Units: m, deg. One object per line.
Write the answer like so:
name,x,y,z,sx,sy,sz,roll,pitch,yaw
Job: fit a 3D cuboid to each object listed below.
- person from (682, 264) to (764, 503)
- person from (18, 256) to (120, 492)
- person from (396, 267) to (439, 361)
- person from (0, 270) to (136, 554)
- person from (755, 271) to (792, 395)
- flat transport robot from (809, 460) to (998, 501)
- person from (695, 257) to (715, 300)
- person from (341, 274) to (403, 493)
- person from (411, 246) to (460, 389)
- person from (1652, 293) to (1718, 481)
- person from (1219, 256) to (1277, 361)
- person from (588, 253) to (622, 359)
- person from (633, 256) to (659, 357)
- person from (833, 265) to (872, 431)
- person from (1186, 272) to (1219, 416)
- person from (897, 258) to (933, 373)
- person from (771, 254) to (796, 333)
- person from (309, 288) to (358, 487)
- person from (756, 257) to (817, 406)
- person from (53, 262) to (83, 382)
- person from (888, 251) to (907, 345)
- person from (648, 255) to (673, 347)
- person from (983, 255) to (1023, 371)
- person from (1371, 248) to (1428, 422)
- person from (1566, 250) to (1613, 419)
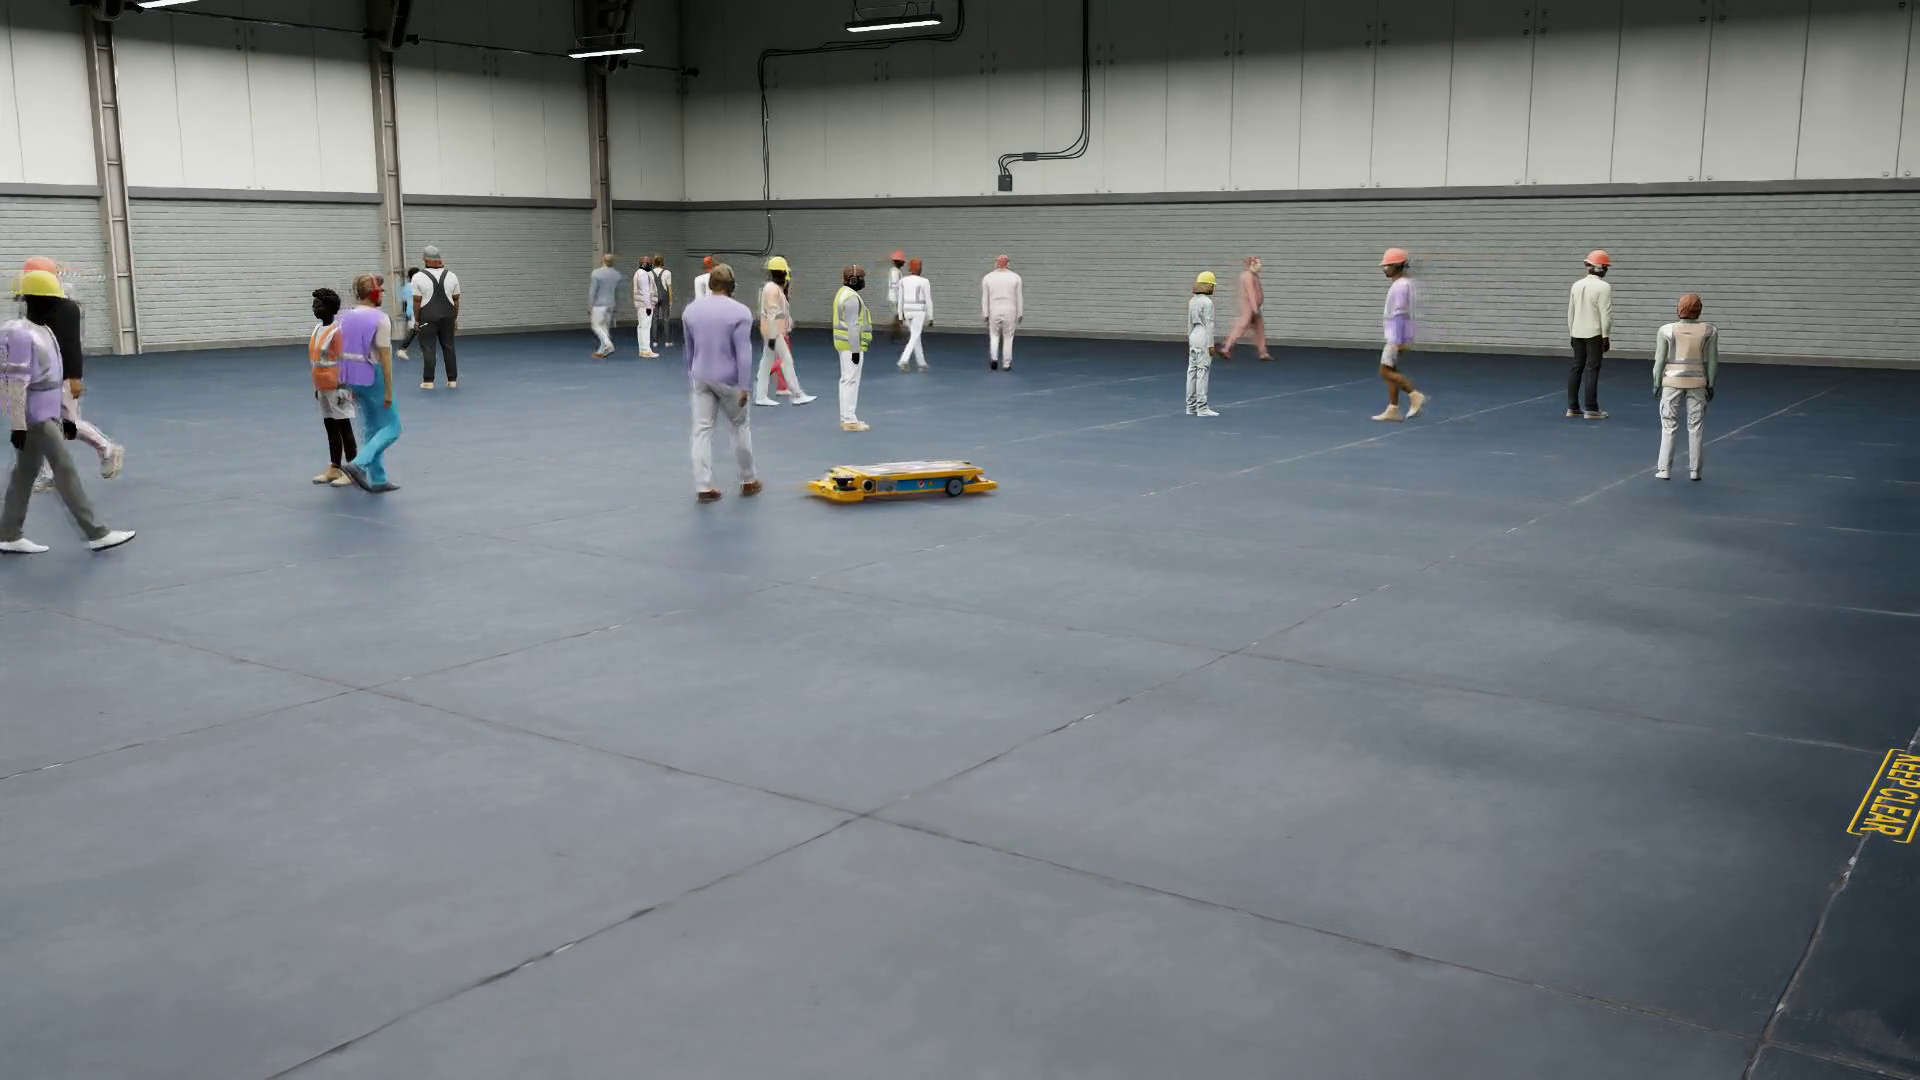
person,-1.919,-1.276,13.519,0.643,1.901,0.880,3,11,16
person,-7.587,-1.407,14.070,0.617,1.967,0.677,4,11,23
person,-9.723,-4.025,29.613,0.528,1.659,0.873,9,14,42
person,-6.030,-0.841,11.109,0.957,1.884,0.604,-3,11,-17
person,-2.498,-2.814,22.577,0.534,1.755,0.528,-4,11,-20
flat transport robot,-0.467,-0.505,13.776,1.431,0.197,0.652,-5,11,-26
person,-4.278,-3.912,28.476,0.583,1.844,0.855,-4,11,-24
person,-4.886,-1.274,13.729,0.570,1.828,0.520,7,12,32
person,-7.554,-3.196,23.889,0.682,2.000,0.537,-7,13,-36
person,6.346,-1.333,14.582,0.523,1.637,0.311,3,10,15
person,5.087,-4.091,29.411,0.957,1.866,0.642,4,11,21
person,-6.408,-4.197,29.898,0.538,1.904,0.669,7,12,35
person,-5.739,-4.258,30.416,0.429,1.838,0.621,-4,11,-21
person,-1.188,-2.131,18.515,0.428,1.836,0.625,-2,10,-12
person,2.941,-2.364,20.091,0.311,1.735,0.483,-4,11,-22
person,-0.748,-3.620,26.826,0.589,1.848,0.959,7,12,34
person,-4.076,-5.583,37.868,0.454,1.824,0.644,-5,11,-26
person,-5.385,-1.306,14.265,0.531,1.698,0.320,9,14,43
person,-2.225,-2.647,21.205,0.871,1.893,0.612,-2,10,-10
person,-13.103,-3.126,24.146,0.552,1.823,0.989,1,10,4
person,-1.250,-4.948,34.037,0.410,1.917,0.564,0,10,1
person,-6.030,-4.804,33.443,0.507,1.847,0.345,0,10,0
person,0.707,-3.702,27.169,0.652,1.891,0.459,2,10,9
person,5.072,-2.350,19.207,0.558,2.022,0.600,3,11,16
person,7.518,-2.445,19.819,0.393,1.990,0.616,-4,11,-22
